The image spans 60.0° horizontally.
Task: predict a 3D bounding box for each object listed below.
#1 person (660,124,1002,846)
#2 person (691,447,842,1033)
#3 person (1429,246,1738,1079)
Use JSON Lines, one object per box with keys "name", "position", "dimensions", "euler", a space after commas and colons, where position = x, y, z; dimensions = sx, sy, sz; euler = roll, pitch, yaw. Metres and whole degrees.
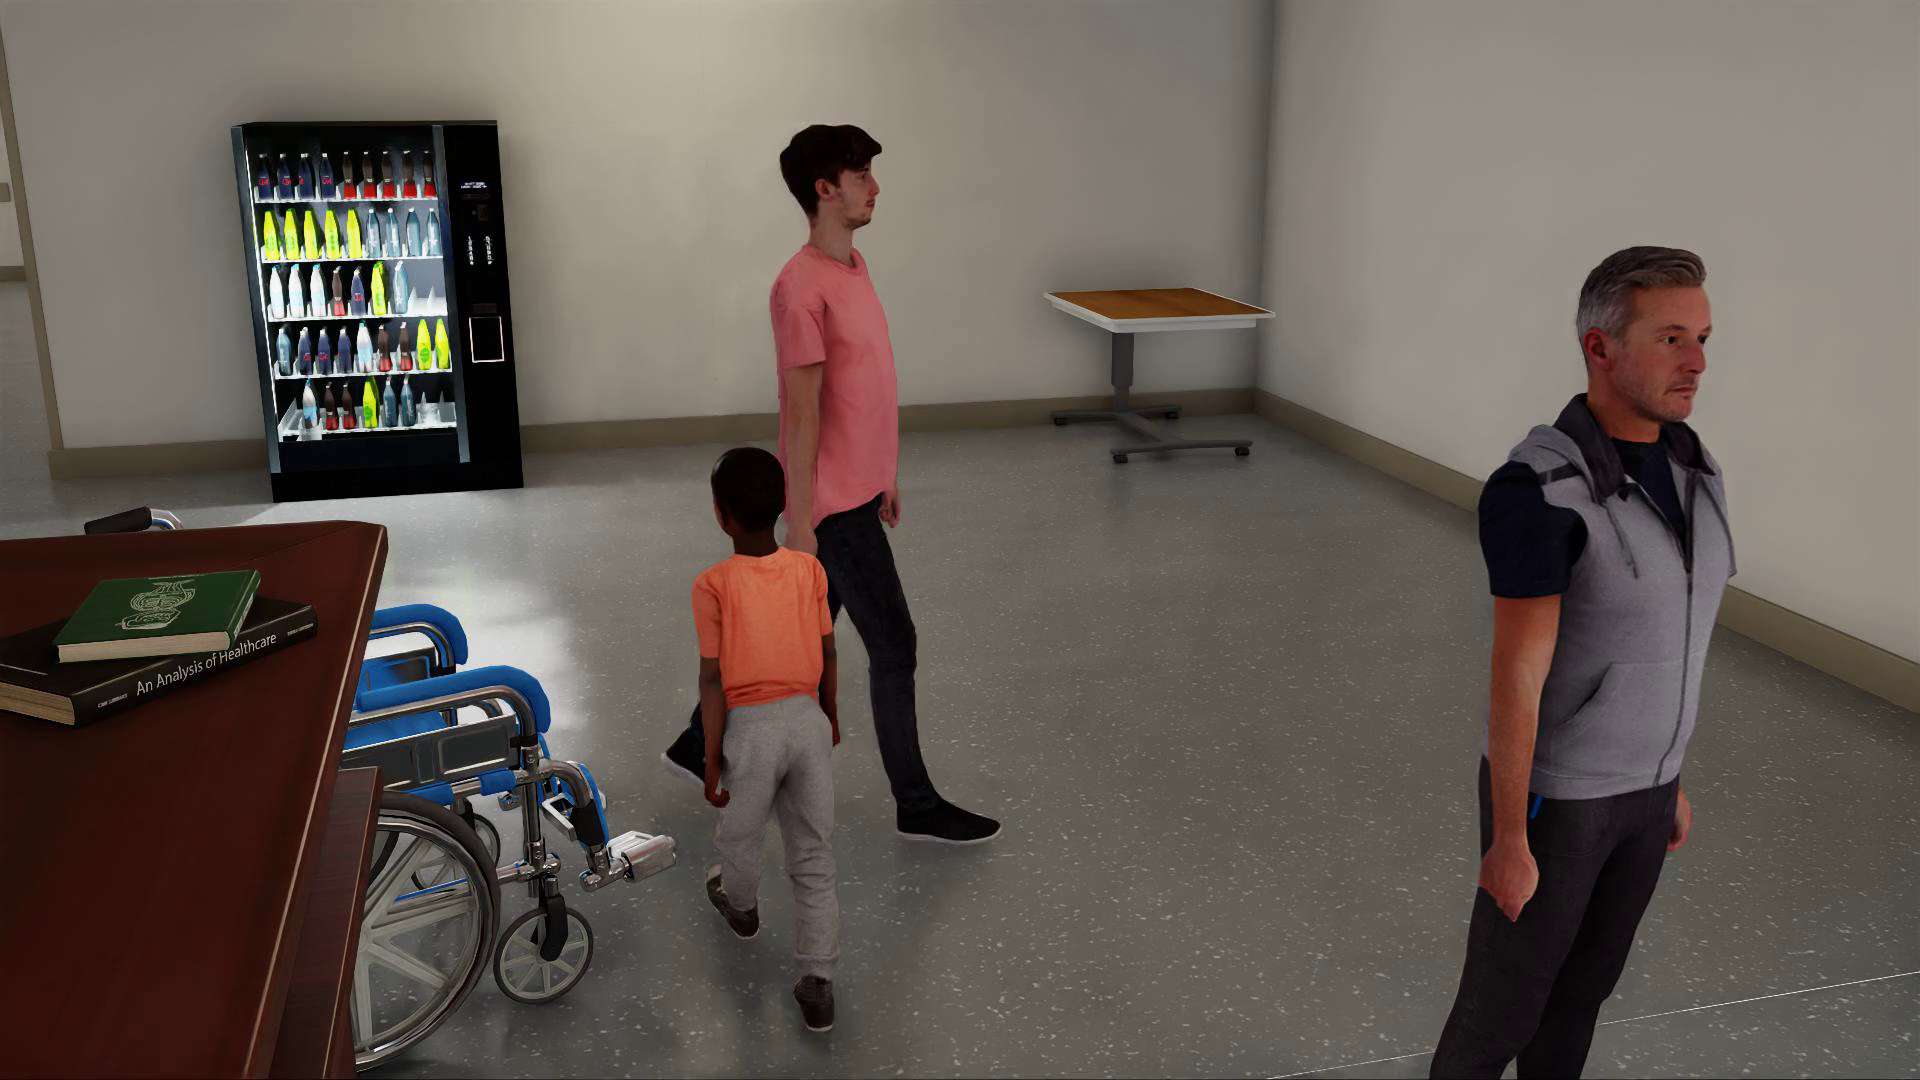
{"name": "person", "position": [-0.422, -0.098, 4.469], "dimensions": [1.292, 1.923, 0.939], "euler": [2, 16, 6]}
{"name": "person", "position": [-0.394, 0.465, 3.669], "dimensions": [0.874, 1.273, 0.642], "euler": [-6, 17, -20]}
{"name": "person", "position": [1.037, 0.418, 2.819], "dimensions": [0.652, 1.824, 0.828], "euler": [-12, 20, -36]}
